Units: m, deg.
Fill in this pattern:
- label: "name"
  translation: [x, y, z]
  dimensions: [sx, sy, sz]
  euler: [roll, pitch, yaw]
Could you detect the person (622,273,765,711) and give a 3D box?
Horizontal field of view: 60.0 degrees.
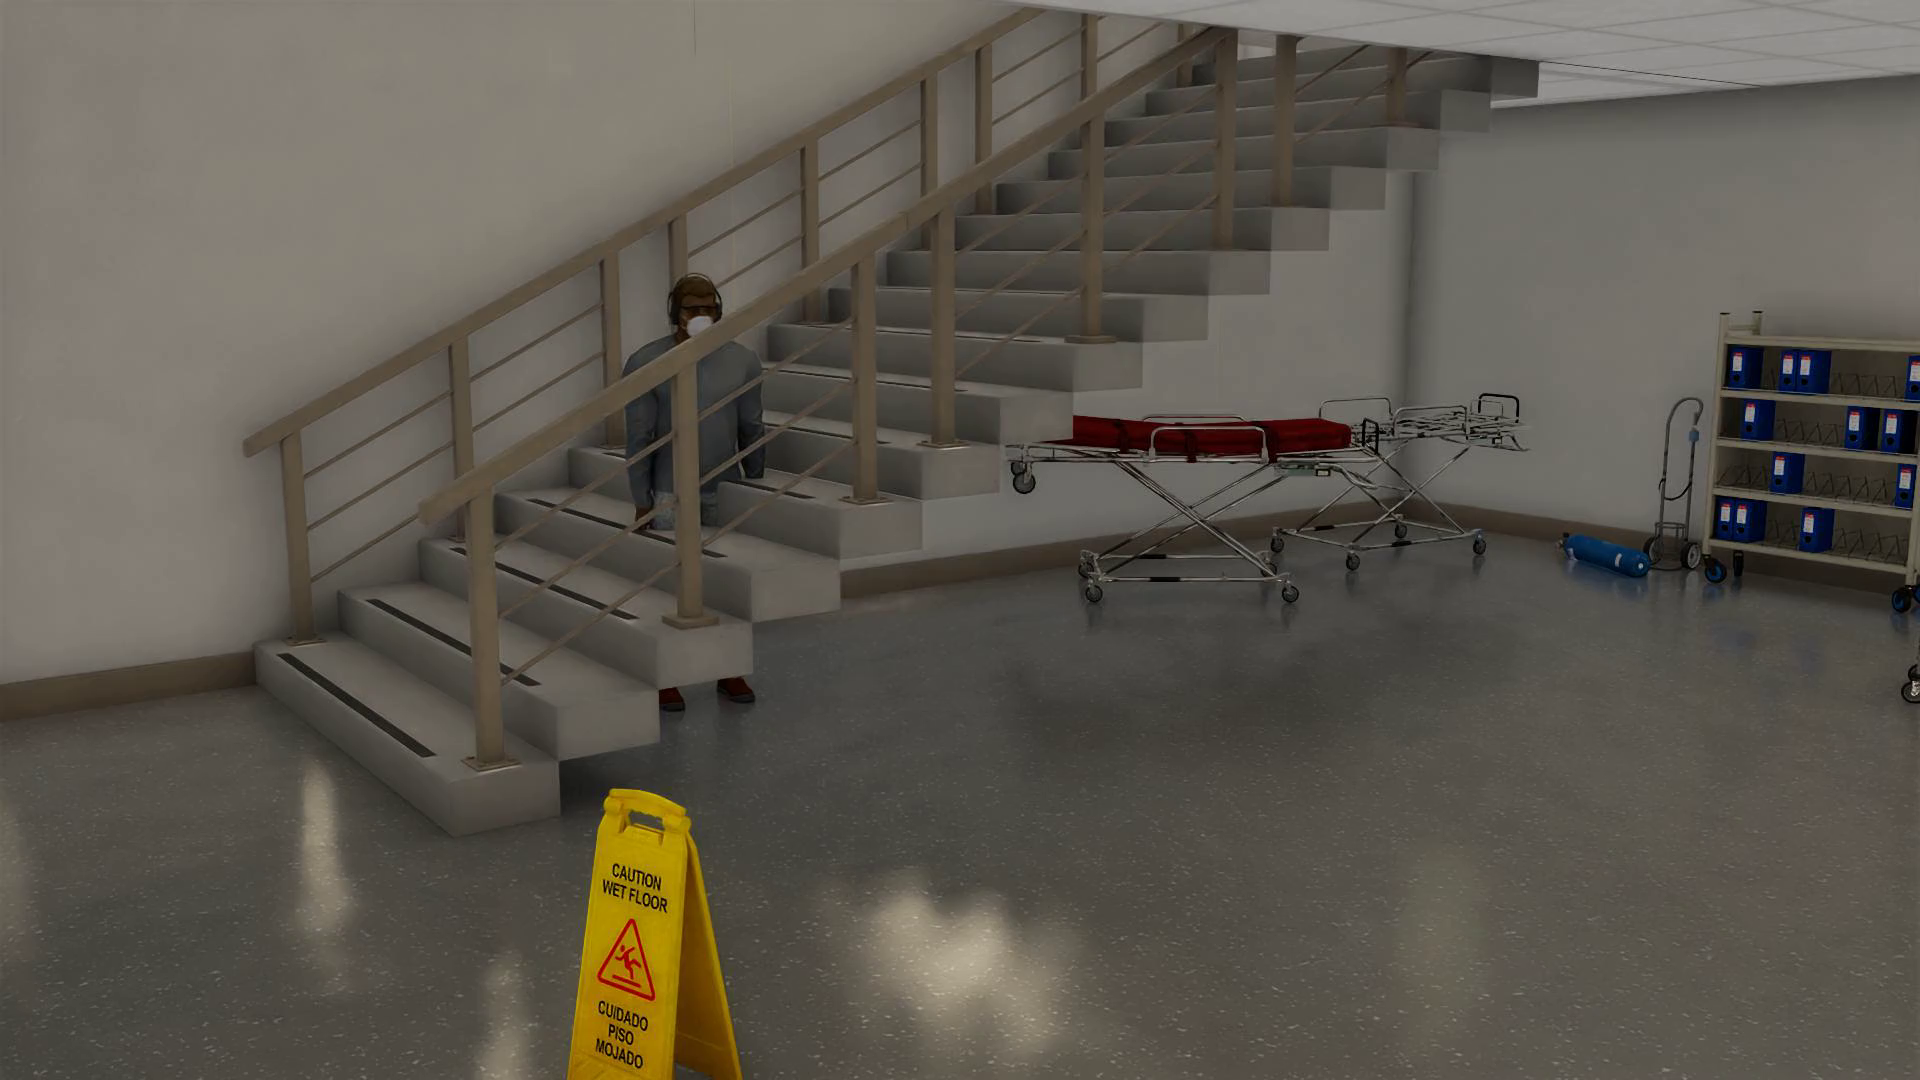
- label: "person"
  translation: [-1.164, -0.207, 7.370]
  dimensions: [0.625, 1.931, 0.379]
  euler: [-4, 11, -24]
